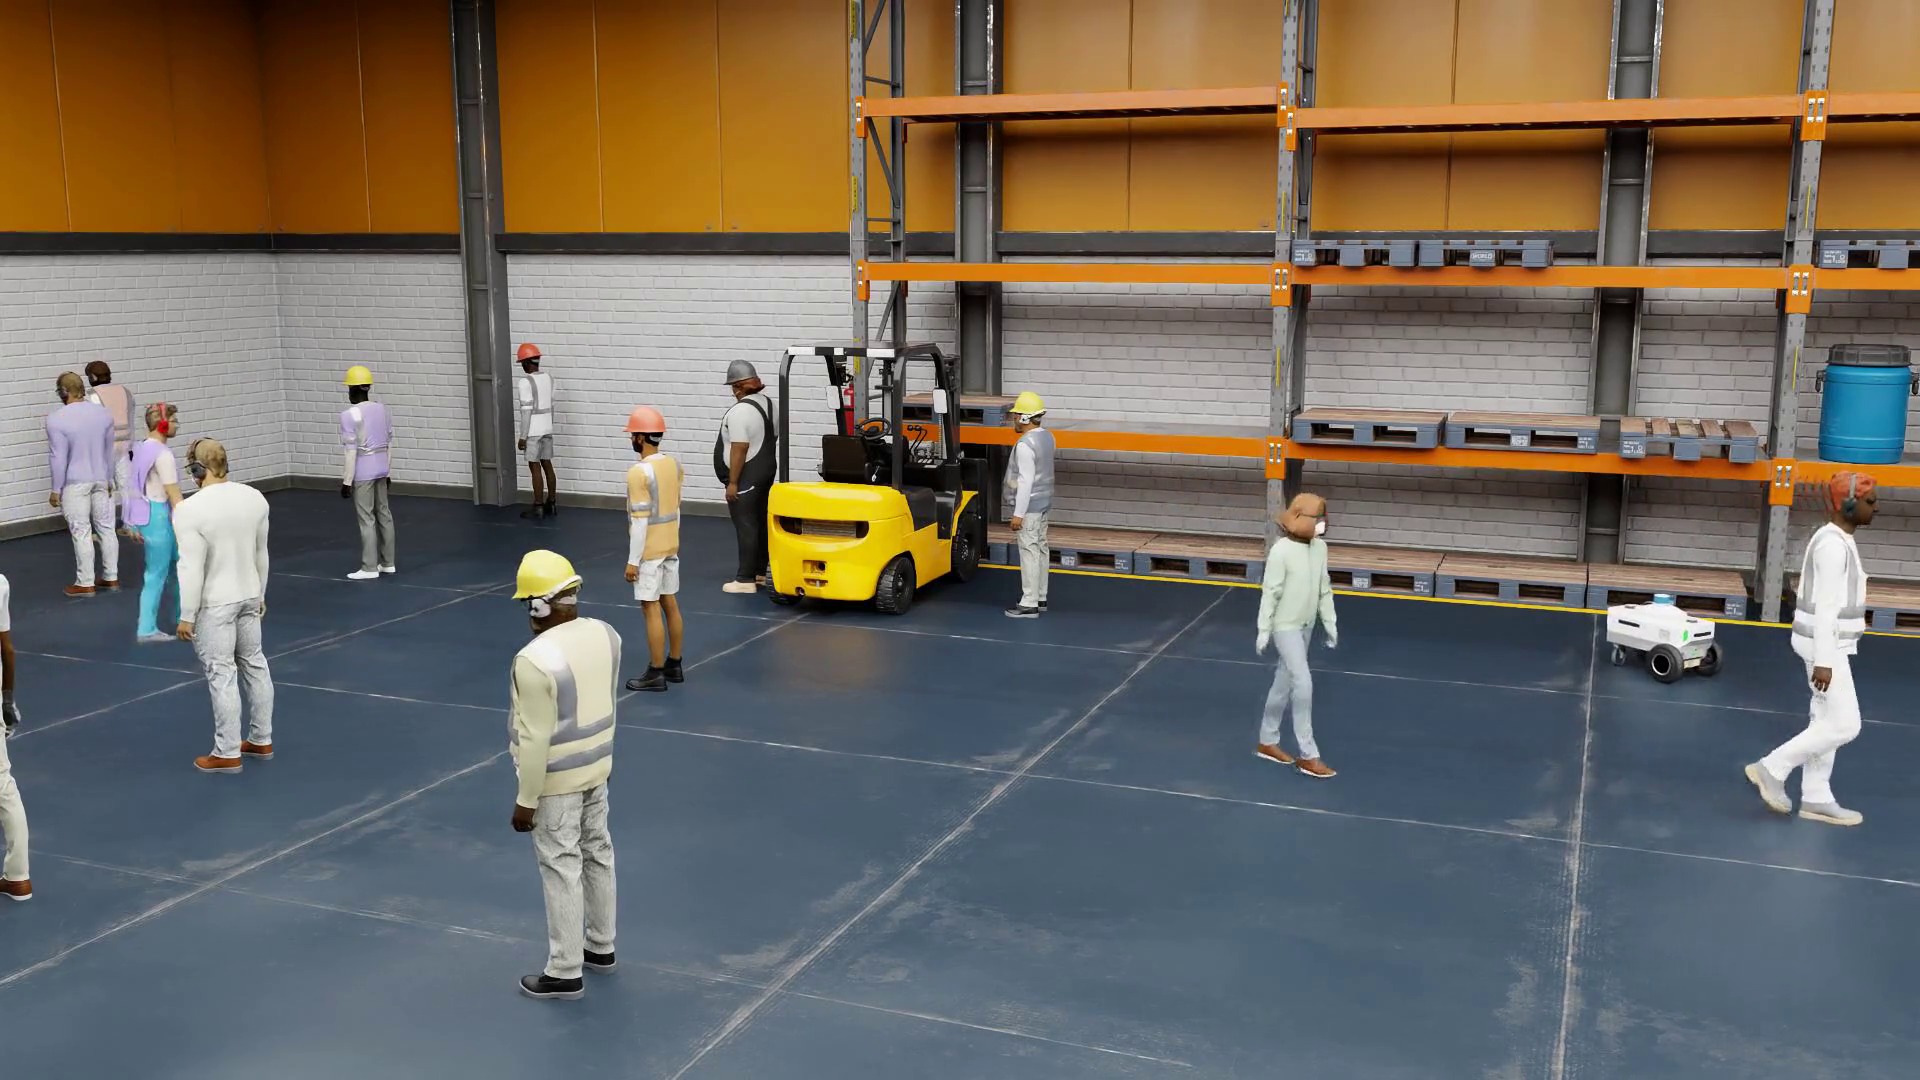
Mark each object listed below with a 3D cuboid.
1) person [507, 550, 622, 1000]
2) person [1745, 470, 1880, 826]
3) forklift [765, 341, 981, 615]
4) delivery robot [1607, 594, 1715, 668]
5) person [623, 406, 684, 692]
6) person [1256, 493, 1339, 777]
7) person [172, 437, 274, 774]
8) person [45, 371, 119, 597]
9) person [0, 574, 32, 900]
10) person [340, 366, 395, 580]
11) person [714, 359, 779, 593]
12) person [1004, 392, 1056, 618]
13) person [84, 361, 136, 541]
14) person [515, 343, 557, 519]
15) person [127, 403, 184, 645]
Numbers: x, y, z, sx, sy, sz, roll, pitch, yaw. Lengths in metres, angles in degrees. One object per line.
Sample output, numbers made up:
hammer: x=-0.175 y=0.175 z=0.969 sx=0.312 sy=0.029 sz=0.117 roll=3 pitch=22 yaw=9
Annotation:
person: x=-1.605 y=0.938 z=6.703 sx=0.403 sy=1.823 sz=0.588 roll=4 pitch=11 yaw=21
person: x=4.485 y=0.565 z=8.635 sx=0.472 sy=1.870 sz=0.612 roll=6 pitch=12 yaw=29
forklift: x=-0.739 y=-0.602 z=14.246 sx=1.214 sy=2.155 sz=2.313 roll=4 pitch=11 yaw=21
delivery robot: x=4.926 y=0.624 z=11.723 sx=0.477 sy=0.478 sz=0.707 roll=-6 pitch=12 yaw=-28
person: x=-2.092 y=0.061 z=11.264 sx=0.359 sy=1.939 sz=0.543 roll=4 pitch=11 yaw=21
person: x=1.997 y=0.539 z=9.500 sx=0.536 sy=1.599 sz=0.735 roll=-10 pitch=14 yaw=-43
person: x=-4.225 y=0.373 z=9.541 sx=0.373 sy=1.935 sz=0.627 roll=4 pitch=11 yaw=21
person: x=-7.534 y=-0.477 z=14.280 sx=0.373 sy=1.935 sz=0.627 roll=4 pitch=11 yaw=21
person: x=-4.489 y=0.773 z=7.486 sx=0.329 sy=1.873 sz=0.514 roll=4 pitch=11 yaw=21
person: x=-5.353 y=-0.603 z=14.995 sx=0.368 sy=1.928 sz=0.585 roll=4 pitch=11 yaw=21
person: x=-1.881 y=-0.565 z=14.470 sx=0.536 sy=2.000 sz=0.677 roll=4 pitch=11 yaw=21
person: x=0.556 y=-0.286 z=13.491 sx=0.403 sy=1.834 sz=0.588 roll=4 pitch=11 yaw=21
person: x=-8.686 y=-0.904 z=16.927 sx=0.429 sy=1.838 sz=0.622 roll=4 pitch=11 yaw=21
person: x=-4.679 y=-1.196 z=18.296 sx=0.370 sy=1.928 sz=0.543 roll=4 pitch=11 yaw=21
person: x=-5.983 y=-0.126 z=12.651 sx=0.747 sy=1.819 sz=0.570 roll=-7 pitch=13 yaw=-35
